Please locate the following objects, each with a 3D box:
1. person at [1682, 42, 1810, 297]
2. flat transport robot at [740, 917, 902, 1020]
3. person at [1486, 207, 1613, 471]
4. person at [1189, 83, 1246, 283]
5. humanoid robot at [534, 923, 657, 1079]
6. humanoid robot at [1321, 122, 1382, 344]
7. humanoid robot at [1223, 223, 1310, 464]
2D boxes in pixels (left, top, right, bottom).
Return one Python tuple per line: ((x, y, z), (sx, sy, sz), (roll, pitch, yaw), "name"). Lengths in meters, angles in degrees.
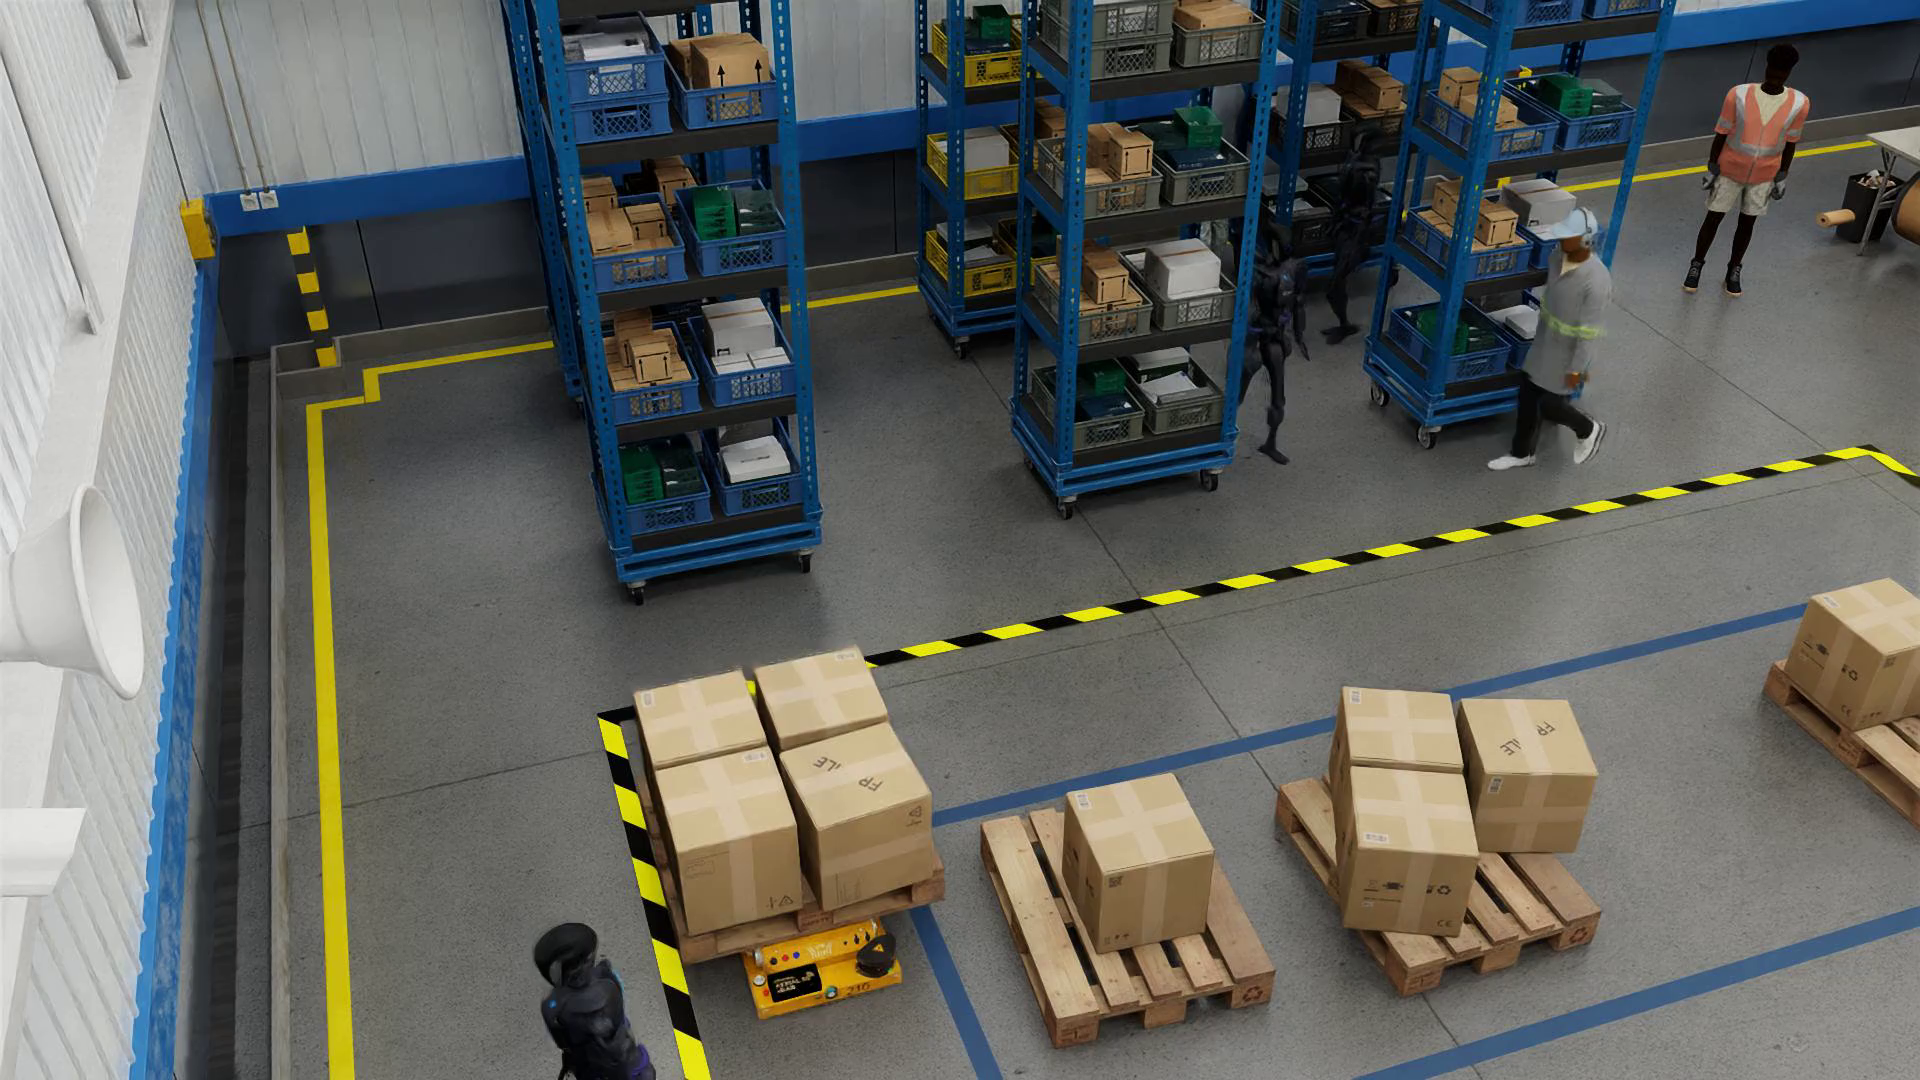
((5.930, -2.775, 12.525), (0.602, 1.958, 0.376), (10, 36, 14), "person")
((-0.792, 1.565, 7.812), (0.652, 0.197, 1.431), (-11, 37, -15), "flat transport robot")
((3.800, -1.226, 10.437), (0.609, 1.827, 0.590), (-10, 36, -14), "person")
((1.860, -2.780, 12.549), (0.371, 1.940, 0.627), (26, 43, 32), "person")
((-1.260, 1.964, 6.045), (0.386, 1.640, 0.597), (-23, 41, -29), "humanoid robot")
((2.801, -2.220, 11.980), (0.344, 1.642, 0.610), (-5, 35, -7), "humanoid robot")
((1.935, -1.319, 10.725), (0.600, 1.634, 0.696), (-18, 39, -24), "humanoid robot")
